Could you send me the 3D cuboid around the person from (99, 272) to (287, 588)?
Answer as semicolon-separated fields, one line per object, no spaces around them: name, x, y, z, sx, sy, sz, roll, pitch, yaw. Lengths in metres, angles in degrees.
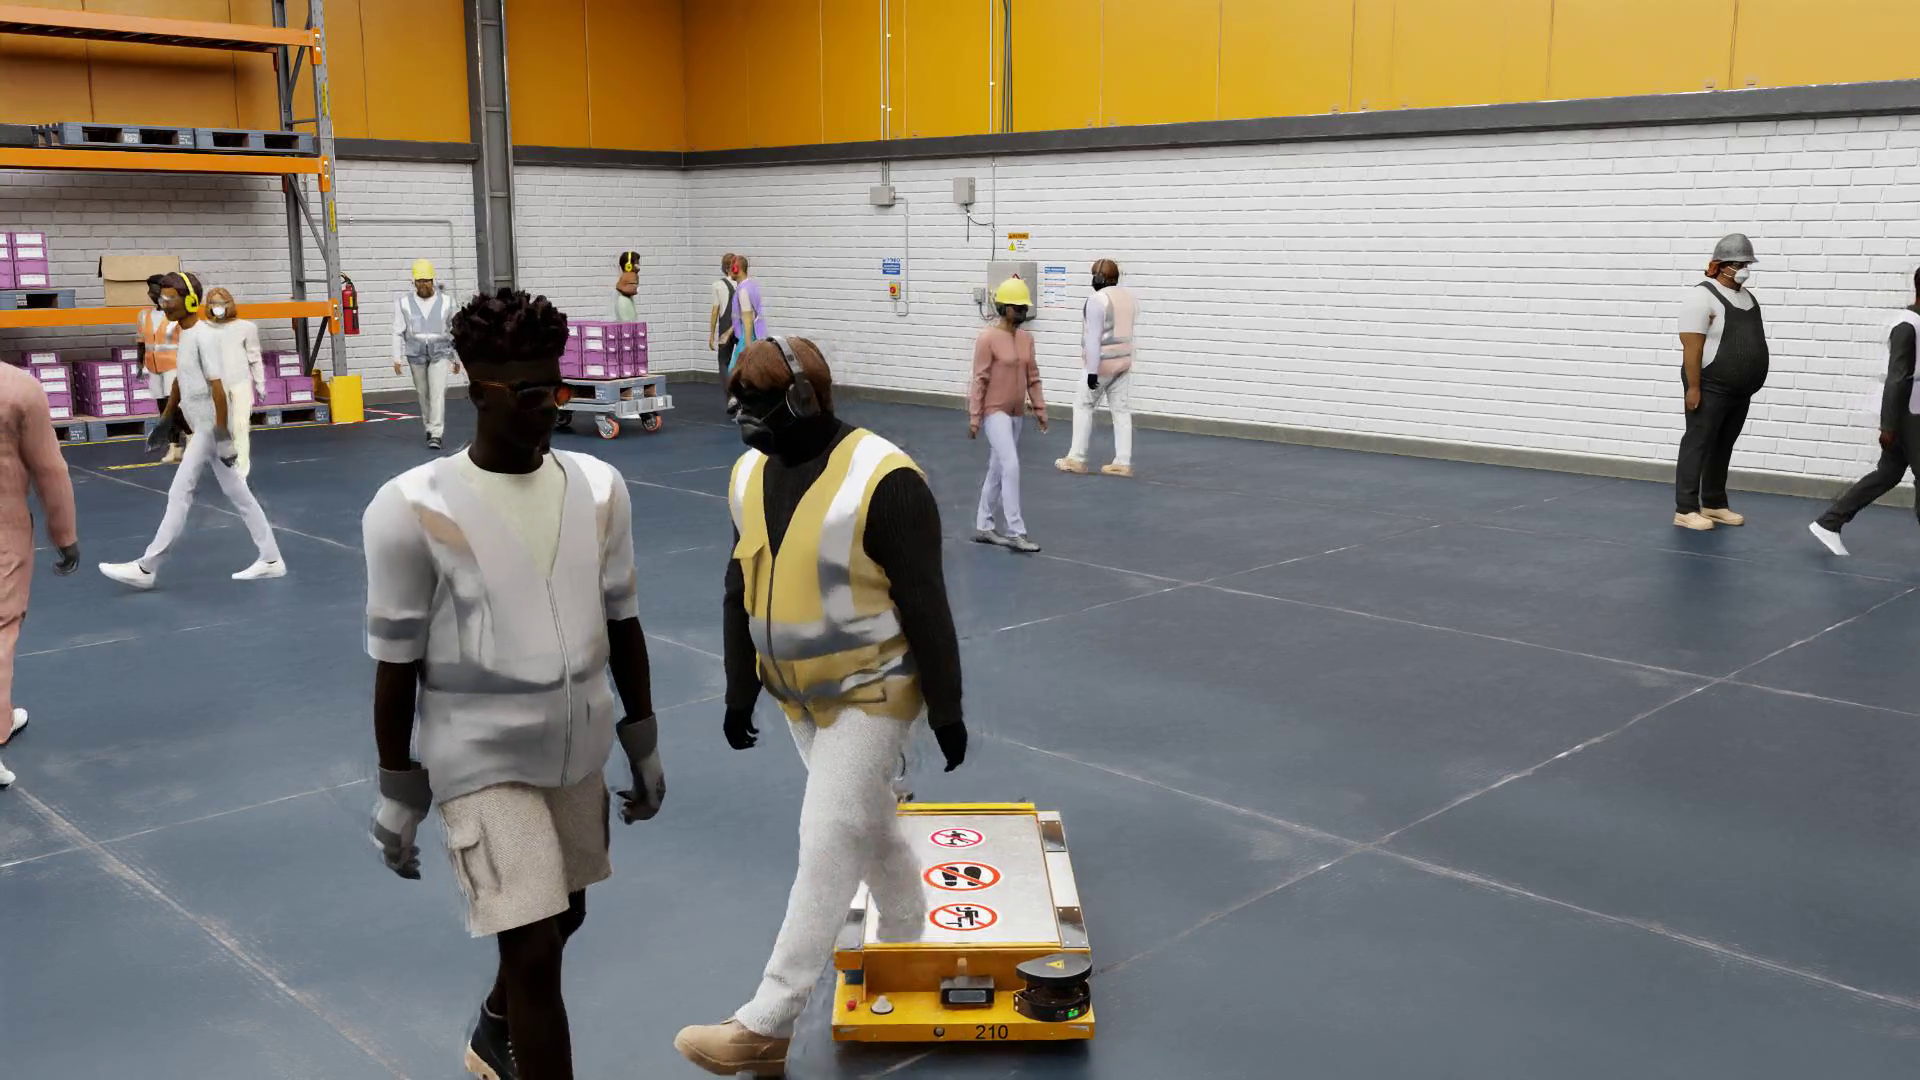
person;-4.428;-0.619;9.545;1.012;1.808;0.533;-5;12;-27

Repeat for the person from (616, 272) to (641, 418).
person;-3.645;-2.140;18.365;0.347;1.620;0.496;0;10;-1

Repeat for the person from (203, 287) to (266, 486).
person;-5.825;-1.186;13.181;0.530;1.600;0.753;-2;11;-10

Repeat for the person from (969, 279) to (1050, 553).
person;0.363;-0.789;10.655;0.766;1.736;0.544;9;13;39

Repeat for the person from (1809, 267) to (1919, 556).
person;5.803;-0.777;10.240;0.963;1.879;0.598;9;14;41

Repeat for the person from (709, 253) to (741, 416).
person;-2.520;-2.283;18.595;0.586;1.818;0.431;-3;11;-15

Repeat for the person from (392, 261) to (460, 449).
person;-5.122;-1.781;15.979;0.605;1.784;0.947;-2;11;-13

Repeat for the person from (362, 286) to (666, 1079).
person;-0.916;0.432;3.507;0.905;1.931;0.625;9;14;41

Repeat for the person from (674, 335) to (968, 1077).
person;-0.349;0.399;4.082;0.934;1.781;0.678;-10;14;-43

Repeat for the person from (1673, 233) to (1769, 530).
person;5.294;-1.092;11.500;0.688;2.000;0.536;-7;12;-33

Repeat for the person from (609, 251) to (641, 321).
person;-3.783;-2.296;18.608;0.472;1.843;0.581;-4;11;-20

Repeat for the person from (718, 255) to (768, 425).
person;-2.335;-2.138;17.850;0.539;1.805;0.573;0;10;-1

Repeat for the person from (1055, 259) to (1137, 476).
person;1.155;-1.463;14.127;0.804;1.812;0.663;9;14;42

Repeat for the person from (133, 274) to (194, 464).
person;-7.042;-1.506;14.736;0.538;1.684;0.369;3;11;16

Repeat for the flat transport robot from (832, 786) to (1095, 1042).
flat transport robot;-0.006;1.024;4.783;0.652;0.197;1.431;0;11;-1

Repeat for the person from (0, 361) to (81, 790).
person;-3.690;-0.029;6.233;0.671;1.856;1.009;-2;11;-12
